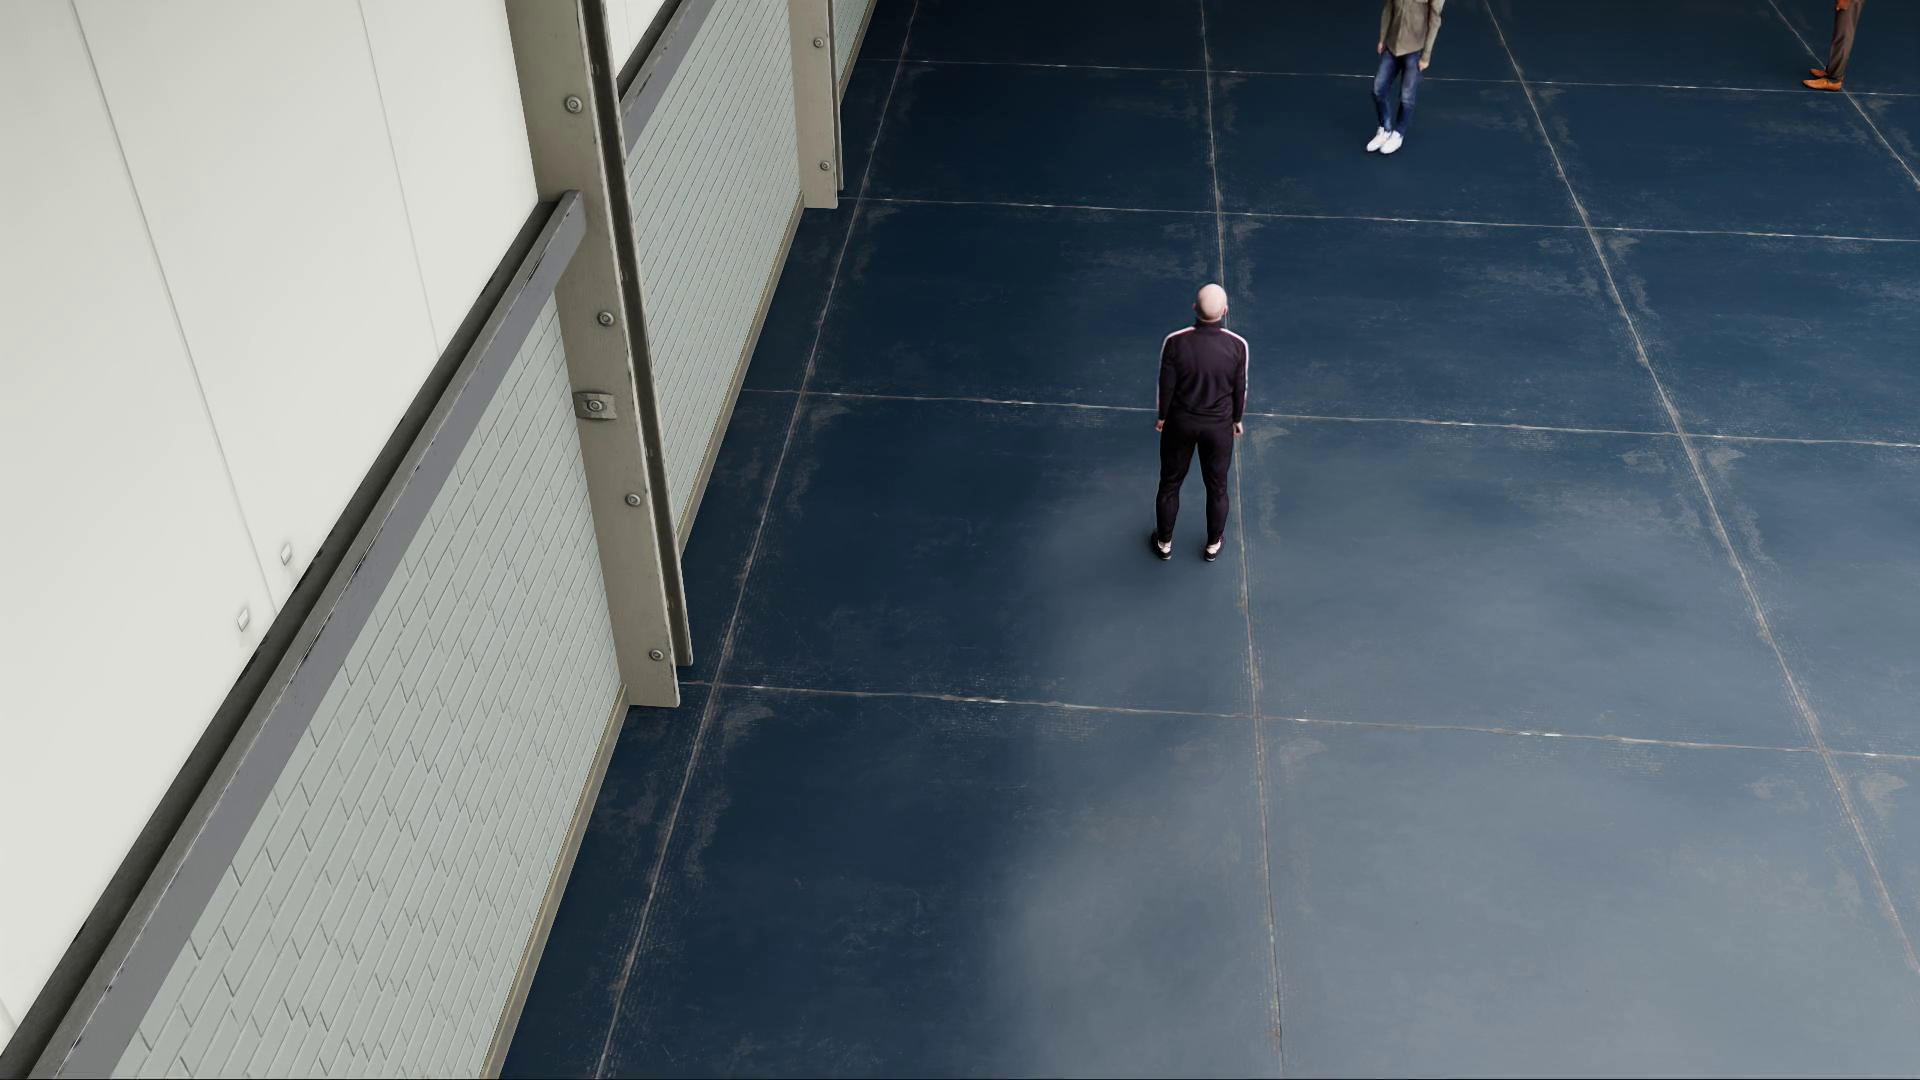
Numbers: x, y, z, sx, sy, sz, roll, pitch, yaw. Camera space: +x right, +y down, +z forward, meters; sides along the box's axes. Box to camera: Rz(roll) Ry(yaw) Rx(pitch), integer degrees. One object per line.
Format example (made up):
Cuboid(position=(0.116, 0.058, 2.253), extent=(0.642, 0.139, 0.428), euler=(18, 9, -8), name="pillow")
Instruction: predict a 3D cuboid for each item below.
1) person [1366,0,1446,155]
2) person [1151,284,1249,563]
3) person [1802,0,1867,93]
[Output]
Cuboid(position=(3.864, -4.227, 14.212), extent=(0.834, 1.856, 0.864), euler=(30, 47, 32), name="person")
Cuboid(position=(1.388, -0.656, 9.662), extent=(0.655, 1.837, 0.548), euler=(3, 38, 4), name="person")
Cuboid(position=(8.252, -5.094, 15.277), extent=(0.847, 1.907, 0.725), euler=(23, 44, 27), name="person")
